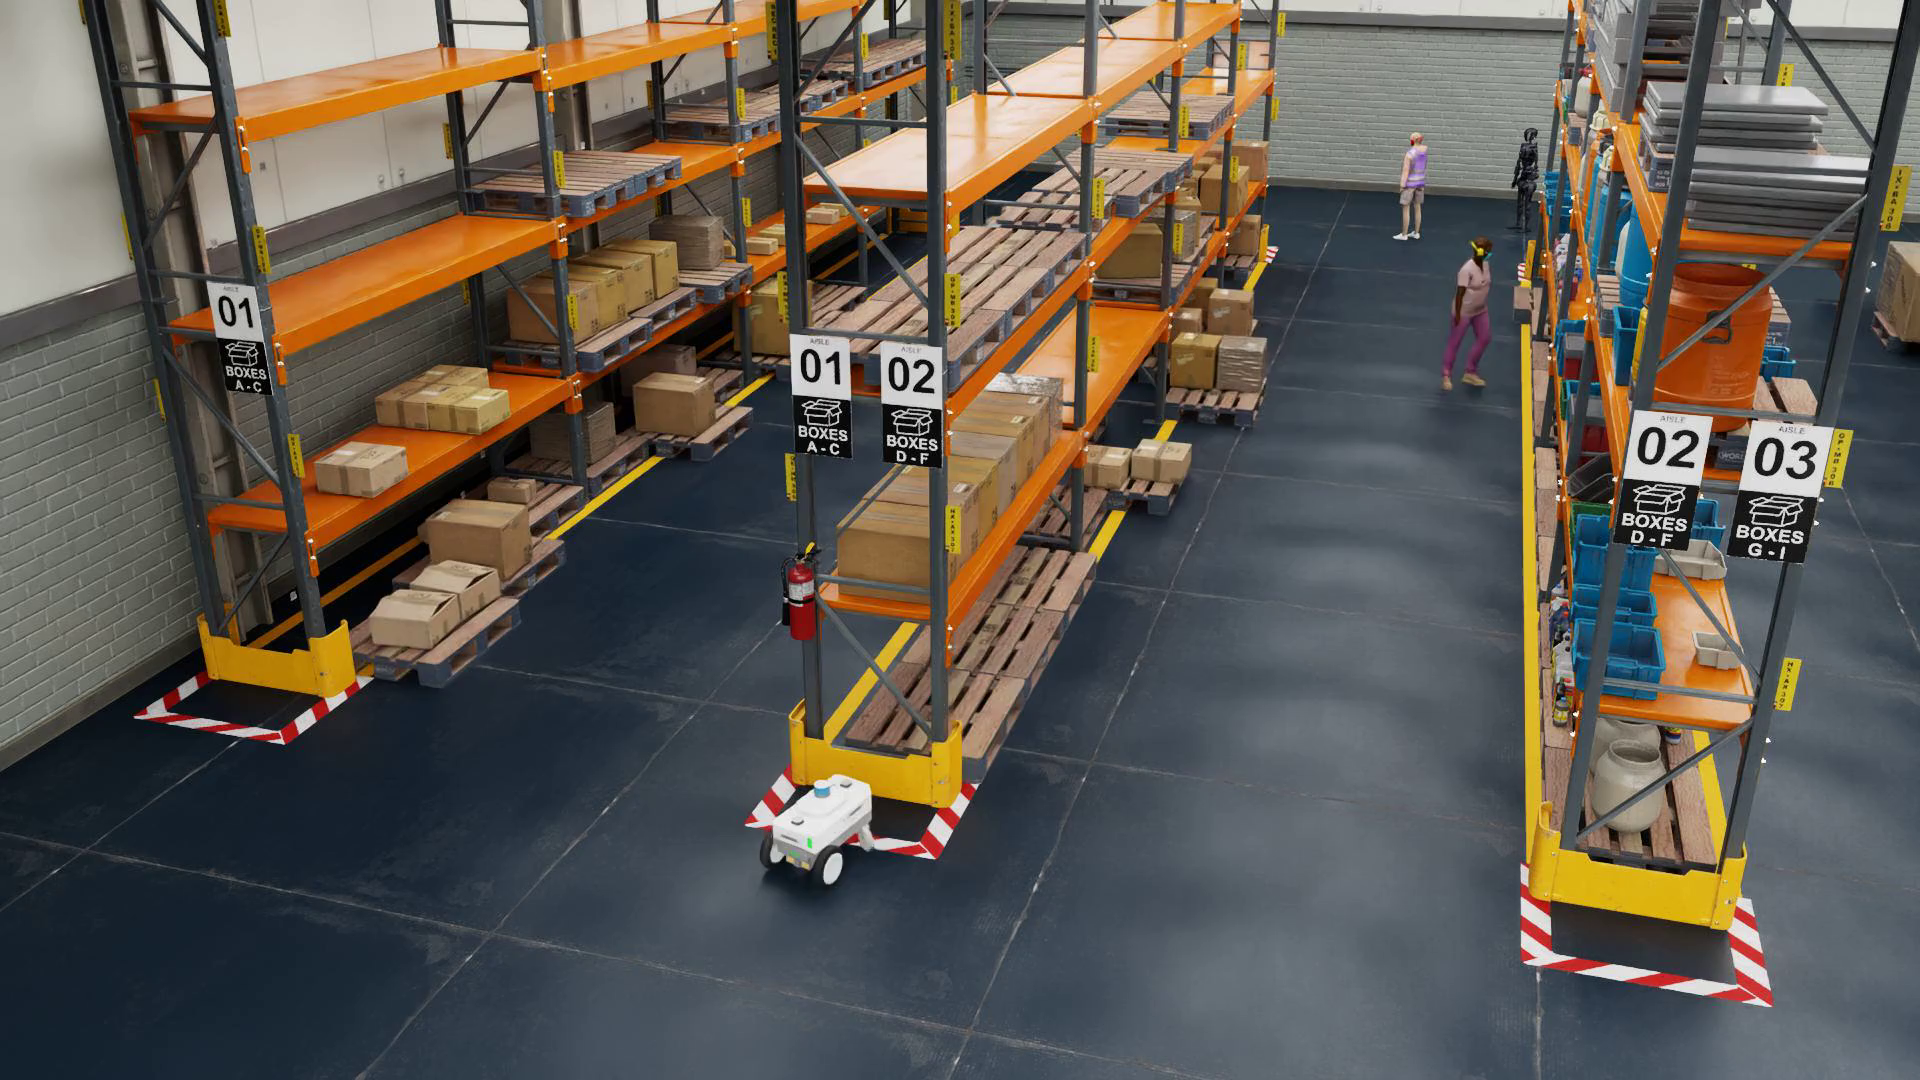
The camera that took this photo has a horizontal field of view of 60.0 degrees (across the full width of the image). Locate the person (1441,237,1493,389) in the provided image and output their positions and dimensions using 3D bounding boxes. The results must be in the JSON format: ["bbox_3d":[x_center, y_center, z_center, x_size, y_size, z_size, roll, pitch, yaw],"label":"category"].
[{"bbox_3d":[5.955,-2.620,19.333,0.641,1.782,0.524,-14,27,-30],"label":"person"}]

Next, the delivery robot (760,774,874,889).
[{"bbox_3d":[-0.883,1.835,10.581,0.523,0.613,0.784,14,27,29],"label":"delivery robot"}]

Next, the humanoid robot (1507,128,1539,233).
[{"bbox_3d":[9.146,-5.819,26.869,0.315,1.657,0.599,-5,24,-11],"label":"humanoid robot"}]

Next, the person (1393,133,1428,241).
[{"bbox_3d":[7.169,-5.596,26.360,0.489,1.688,0.351,-14,27,-29],"label":"person"}]
